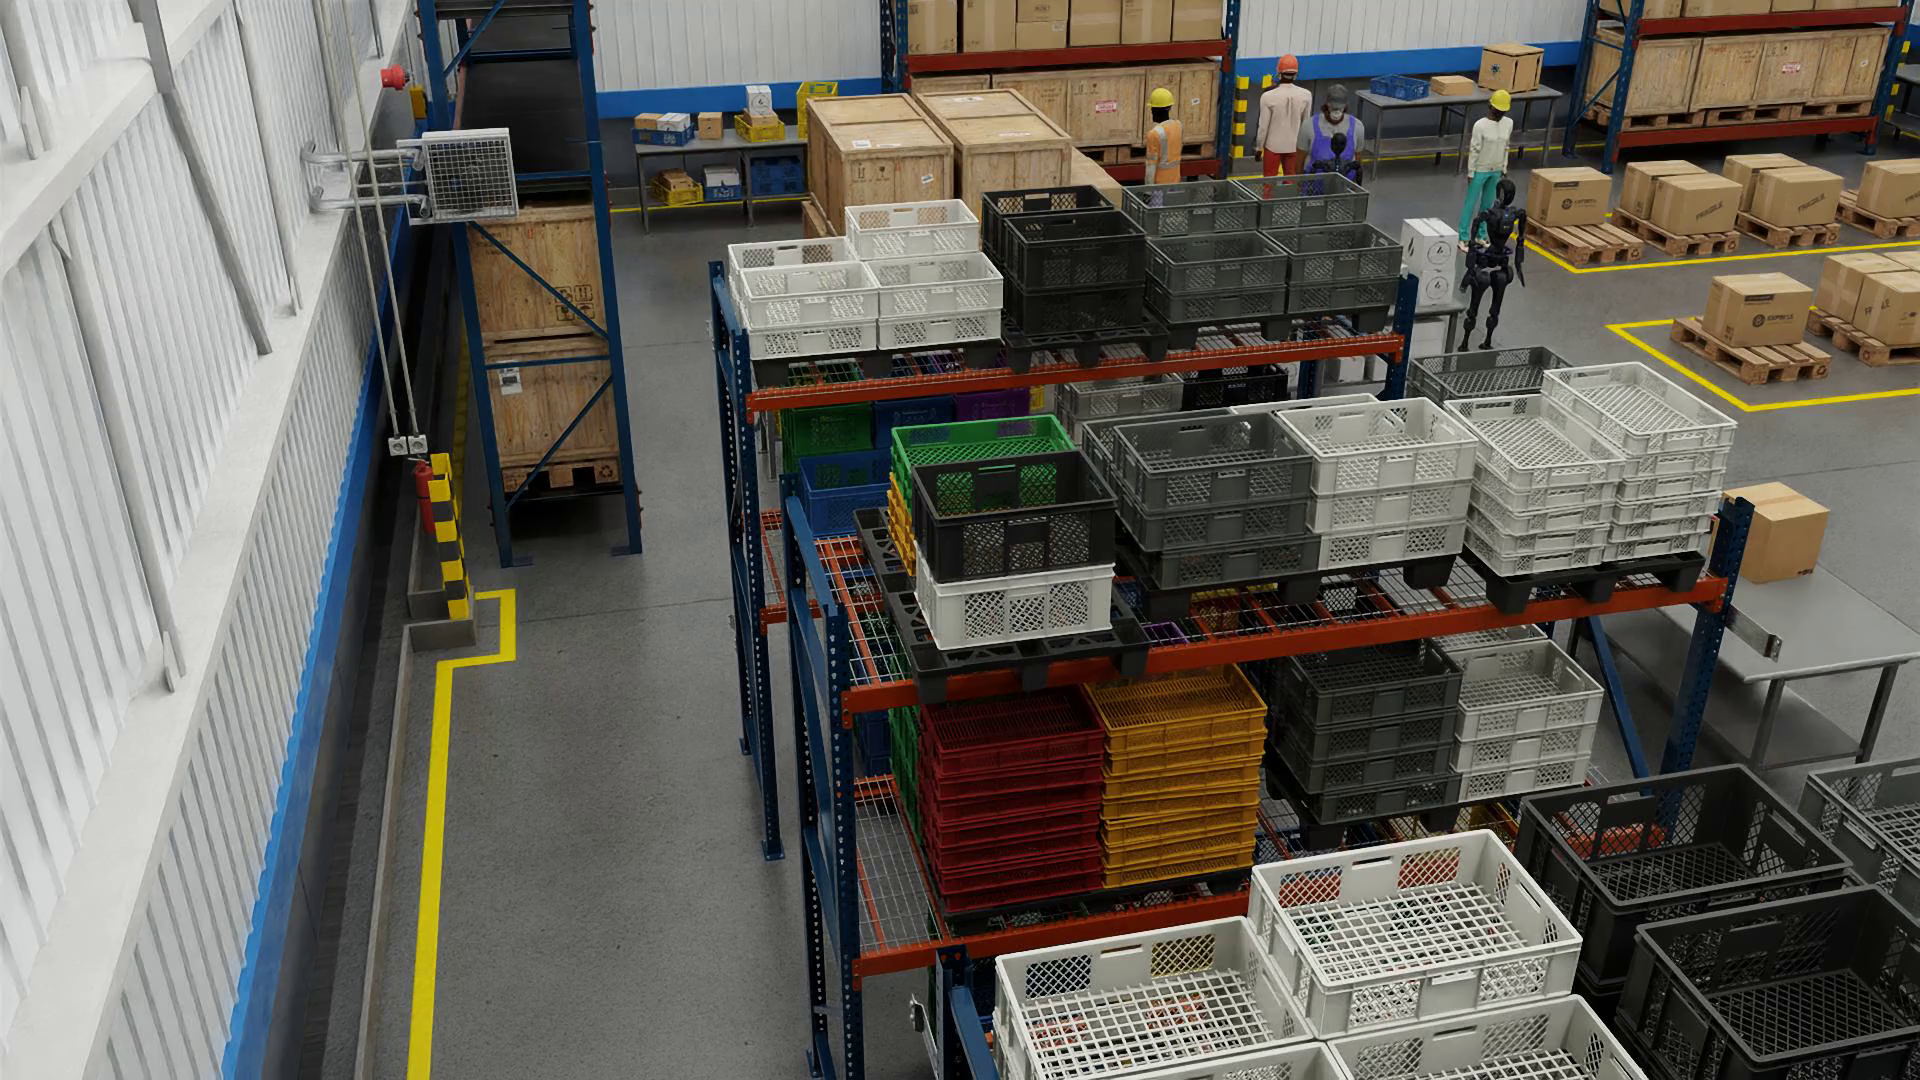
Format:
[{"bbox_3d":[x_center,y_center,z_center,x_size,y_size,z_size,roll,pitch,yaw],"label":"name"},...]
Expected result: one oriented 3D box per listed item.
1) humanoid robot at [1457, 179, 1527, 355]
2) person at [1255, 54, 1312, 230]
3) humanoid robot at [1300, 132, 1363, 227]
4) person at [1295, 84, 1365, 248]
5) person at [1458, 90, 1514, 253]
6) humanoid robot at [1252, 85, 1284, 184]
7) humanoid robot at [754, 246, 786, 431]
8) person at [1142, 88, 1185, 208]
[{"bbox_3d":[4.888,-2.486,15.240,0.614,1.656,0.313,-6,28,-11],"label":"humanoid robot"},{"bbox_3d":[3.579,-4.386,18.519,0.607,1.995,0.376,-6,28,-10],"label":"person"},{"bbox_3d":[3.741,-3.275,16.736,0.588,1.656,0.326,4,28,7],"label":"humanoid robot"},{"bbox_3d":[3.784,-3.667,17.105,0.686,2.000,0.536,1,28,1],"label":"person"},{"bbox_3d":[5.733,-4.001,18.040,0.526,1.757,0.337,-11,30,-20],"label":"person"},{"bbox_3d":[3.760,-4.770,19.582,0.634,1.653,0.377,7,29,12],"label":"humanoid robot"},{"bbox_3d":[-1.523,-1.636,13.680,0.651,1.630,0.656,25,37,39],"label":"humanoid robot"},{"bbox_3d":[2.090,-3.748,17.396,0.405,1.918,0.582,20,34,33],"label":"person"}]
